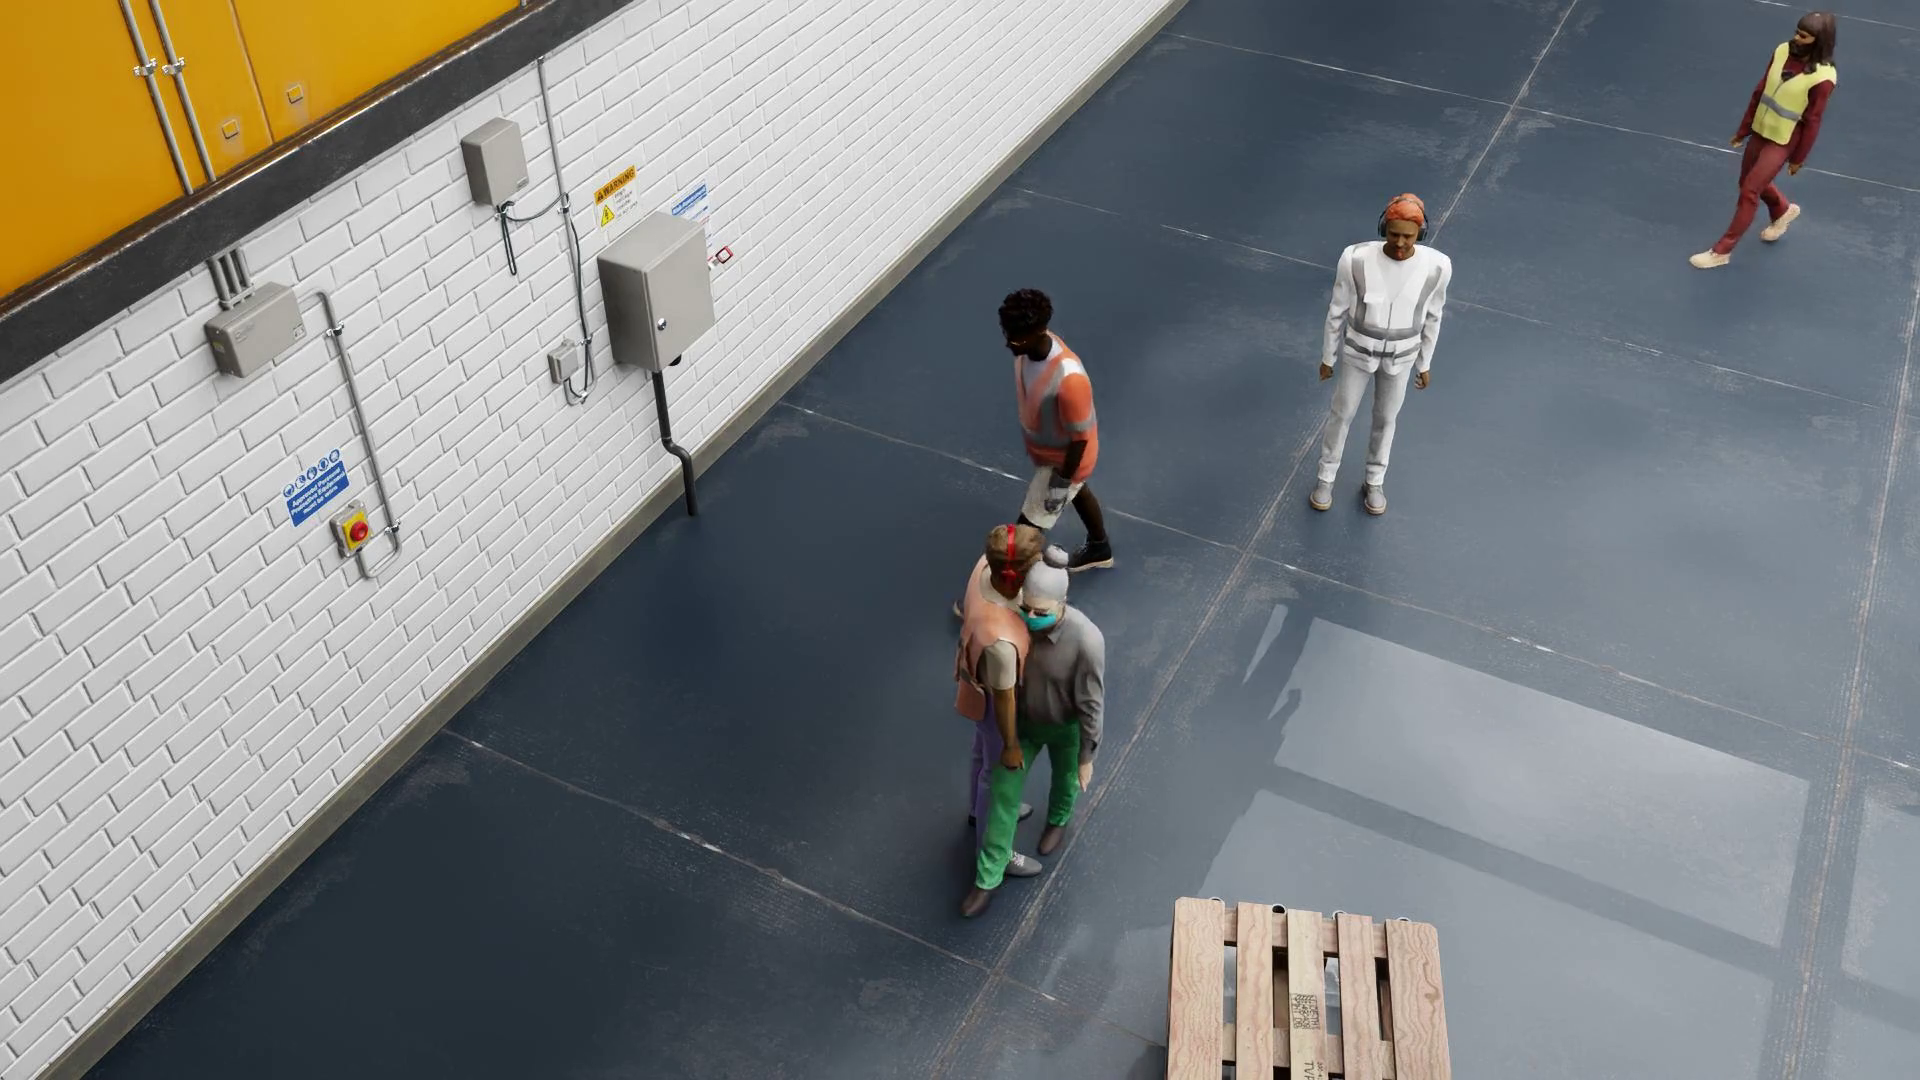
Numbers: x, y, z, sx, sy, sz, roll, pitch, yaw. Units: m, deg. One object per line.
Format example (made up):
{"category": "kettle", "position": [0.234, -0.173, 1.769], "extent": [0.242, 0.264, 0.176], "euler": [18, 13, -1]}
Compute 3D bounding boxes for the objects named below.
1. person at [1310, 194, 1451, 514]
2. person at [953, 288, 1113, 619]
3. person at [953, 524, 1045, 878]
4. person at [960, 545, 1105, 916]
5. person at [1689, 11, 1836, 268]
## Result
{"category": "person", "position": [2.183, -0.952, 8.706], "extent": [0.583, 1.882, 0.345], "euler": [5, 41, 6]}
{"category": "person", "position": [0.390, -0.417, 8.094], "extent": [1.058, 1.874, 0.612], "euler": [-13, 43, -15]}
{"category": "person", "position": [0.162, 0.657, 6.869], "extent": [0.376, 1.843, 0.571], "euler": [-3, 41, -3]}
{"category": "person", "position": [0.305, 0.795, 6.732], "extent": [0.538, 1.802, 0.863], "euler": [15, 43, 17]}
{"category": "person", "position": [5.295, -2.581, 10.705], "extent": [0.784, 1.747, 0.478], "euler": [-12, 42, -13]}
